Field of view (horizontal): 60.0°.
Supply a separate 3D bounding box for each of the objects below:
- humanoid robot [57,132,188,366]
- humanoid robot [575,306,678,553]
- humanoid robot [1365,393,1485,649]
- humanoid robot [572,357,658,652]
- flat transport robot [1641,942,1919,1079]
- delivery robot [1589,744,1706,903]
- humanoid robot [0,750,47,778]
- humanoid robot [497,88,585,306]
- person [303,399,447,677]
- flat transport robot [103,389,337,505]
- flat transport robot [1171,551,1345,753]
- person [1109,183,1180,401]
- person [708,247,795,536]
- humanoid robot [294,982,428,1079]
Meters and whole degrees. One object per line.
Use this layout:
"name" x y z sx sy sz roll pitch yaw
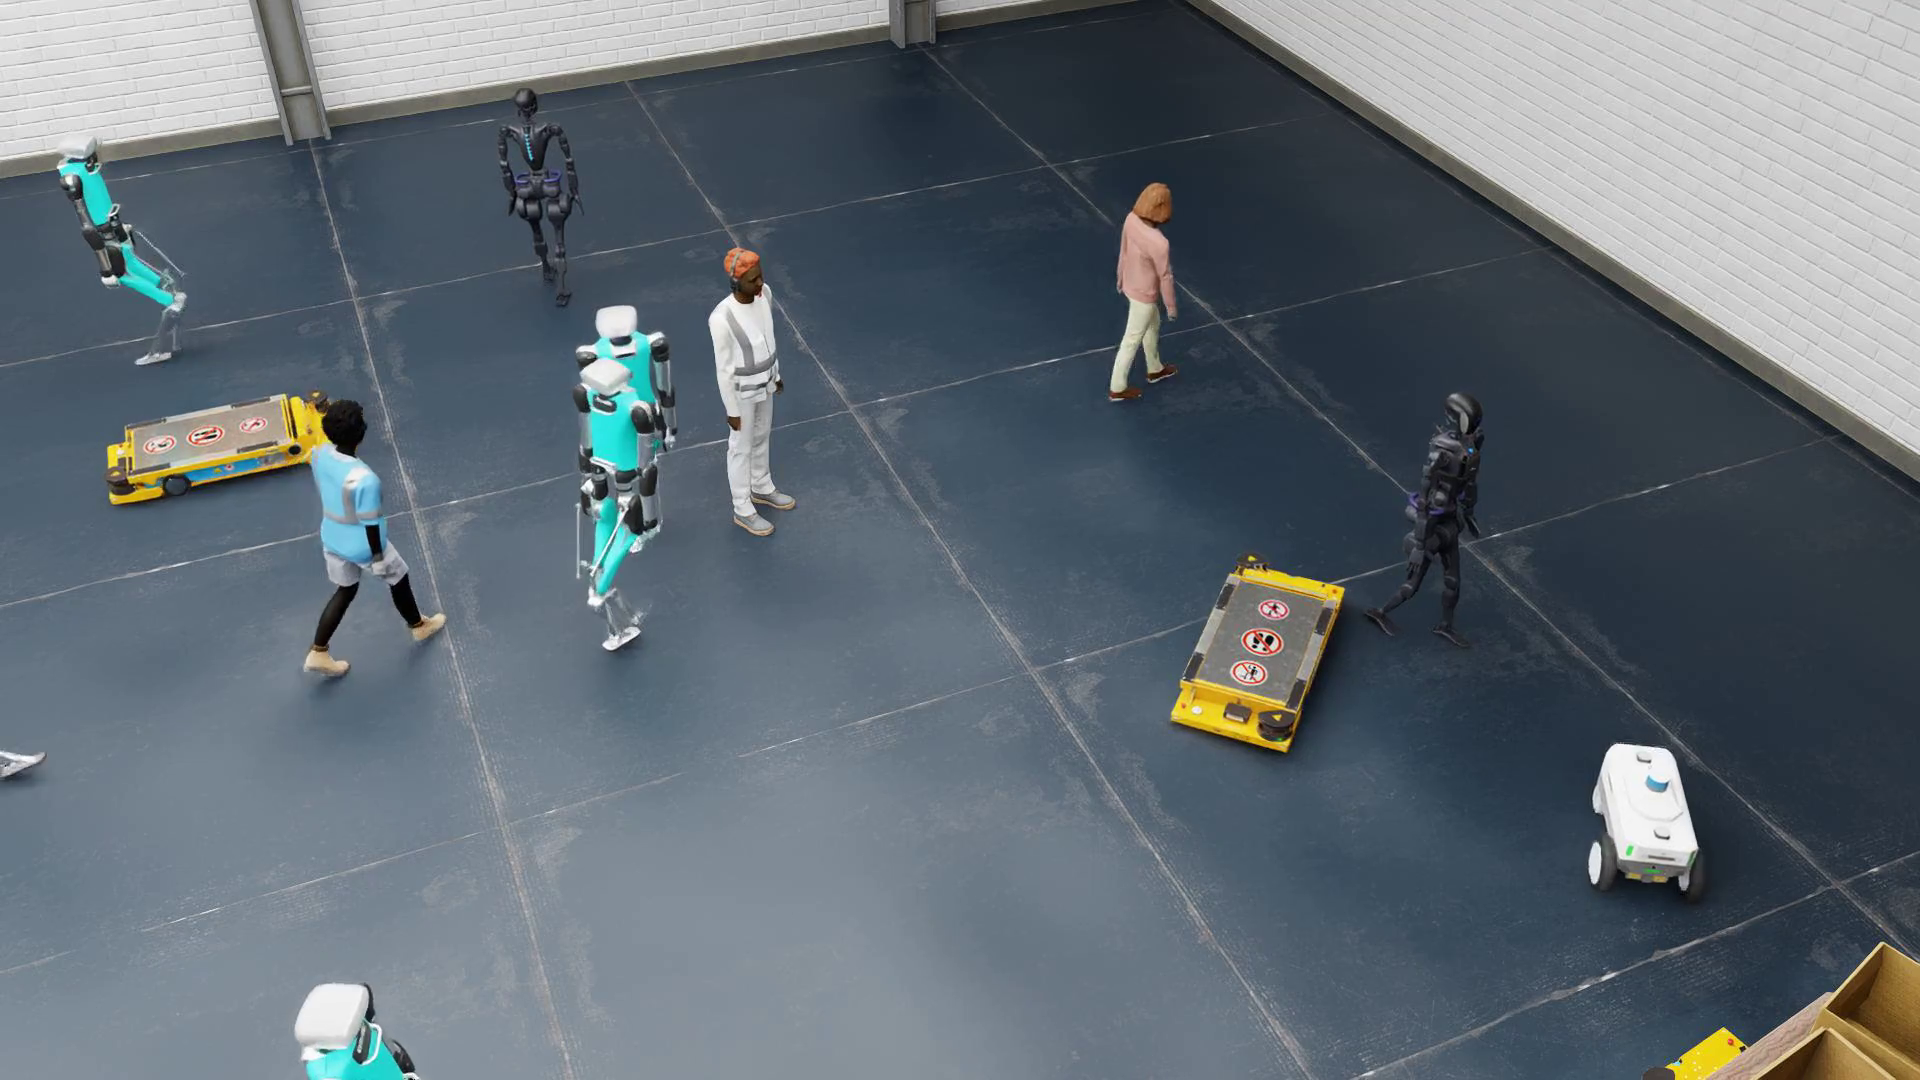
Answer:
"humanoid robot" -5.756 -1.997 11.690 0.652 1.828 0.530 -6 38 -8
"humanoid robot" -1.987 -0.706 10.000 0.539 1.794 0.721 -12 39 -15
"humanoid robot" 2.661 -0.101 9.265 0.563 1.642 0.589 31 47 34
"humanoid robot" -1.998 -0.078 9.184 0.531 1.786 0.798 21 42 25
"flat transport robot" 3.523 2.652 6.822 0.659 0.231 1.431 -21 42 -25
"delivery robot" 3.393 1.396 8.237 0.499 0.613 0.811 5 38 7
"humanoid robot" -5.270 0.687 8.189 0.943 1.747 0.530 -7 38 -9
"humanoid robot" -3.143 -2.636 12.563 0.589 1.633 0.670 -2 38 -2
"person" -3.358 0.022 9.104 0.543 1.657 0.820 24 44 28
"flat transport robot" -4.915 -0.630 11.093 1.431 0.231 0.659 -14 40 -18
"flat transport robot" 1.724 0.610 9.480 0.659 0.231 1.431 14 40 18
"person" 1.348 -1.695 11.372 0.706 1.604 0.529 -13 39 -17
"person" -1.269 -0.914 10.140 0.355 1.882 0.572 16 40 20
"humanoid robot" -1.866 2.292 6.181 0.765 1.887 0.537 -4 38 -5
